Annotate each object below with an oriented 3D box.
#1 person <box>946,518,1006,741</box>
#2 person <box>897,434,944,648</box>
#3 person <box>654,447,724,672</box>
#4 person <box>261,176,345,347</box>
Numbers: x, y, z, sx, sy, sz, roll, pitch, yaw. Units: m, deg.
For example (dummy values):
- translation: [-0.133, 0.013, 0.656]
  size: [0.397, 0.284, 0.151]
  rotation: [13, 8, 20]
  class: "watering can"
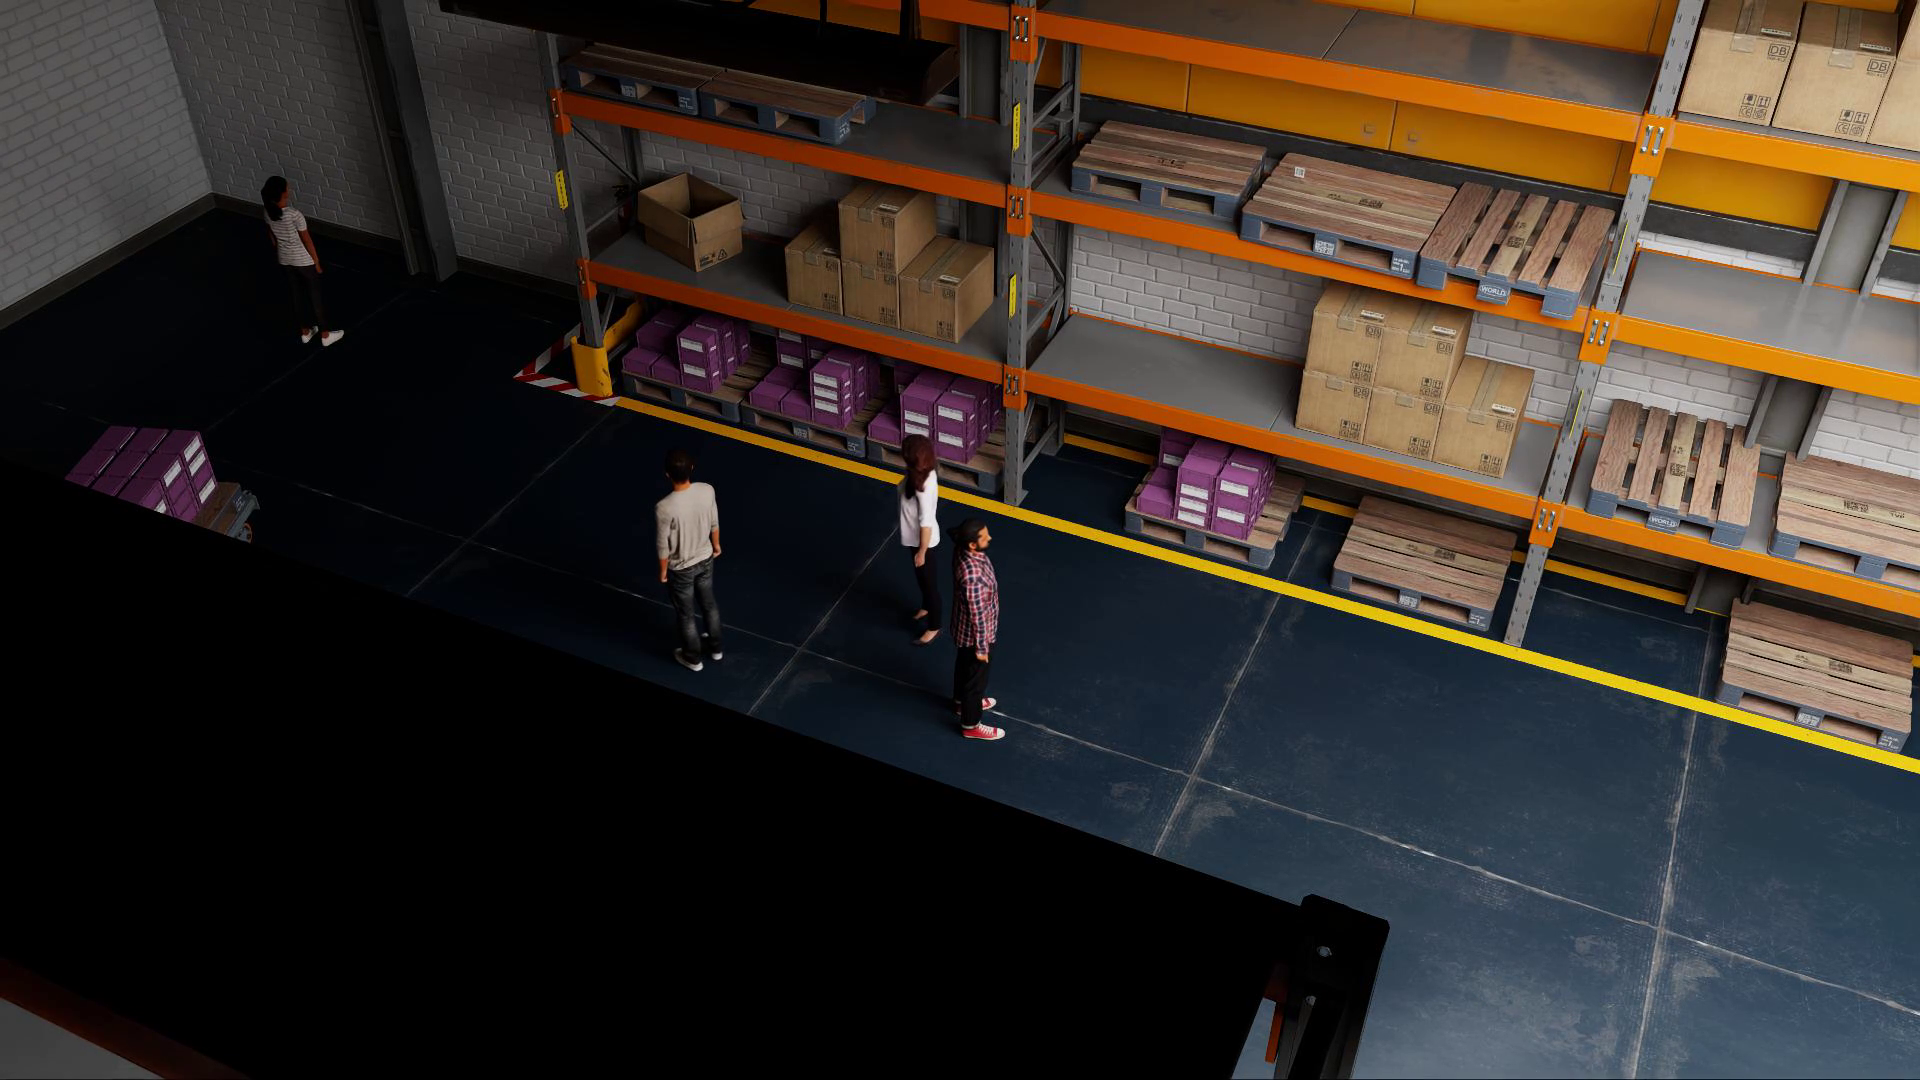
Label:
- translation: [0.092, 0.567, 11.004]
  size: [0.809, 1.760, 0.786]
  rotation: [-7, 39, -8]
  class: "person"
- translation: [-0.254, -0.006, 11.695]
  size: [0.707, 1.793, 0.691]
  rotation: [-6, 39, -7]
  class: "person"
- translation: [-1.859, 0.145, 11.494]
  size: [0.721, 1.807, 0.678]
  rotation: [-30, 47, -32]
  class: "person"
- translation: [-5.957, -2.510, 14.949]
  size: [0.502, 1.646, 0.655]
  rotation: [11, 40, 14]
  class: "person"
